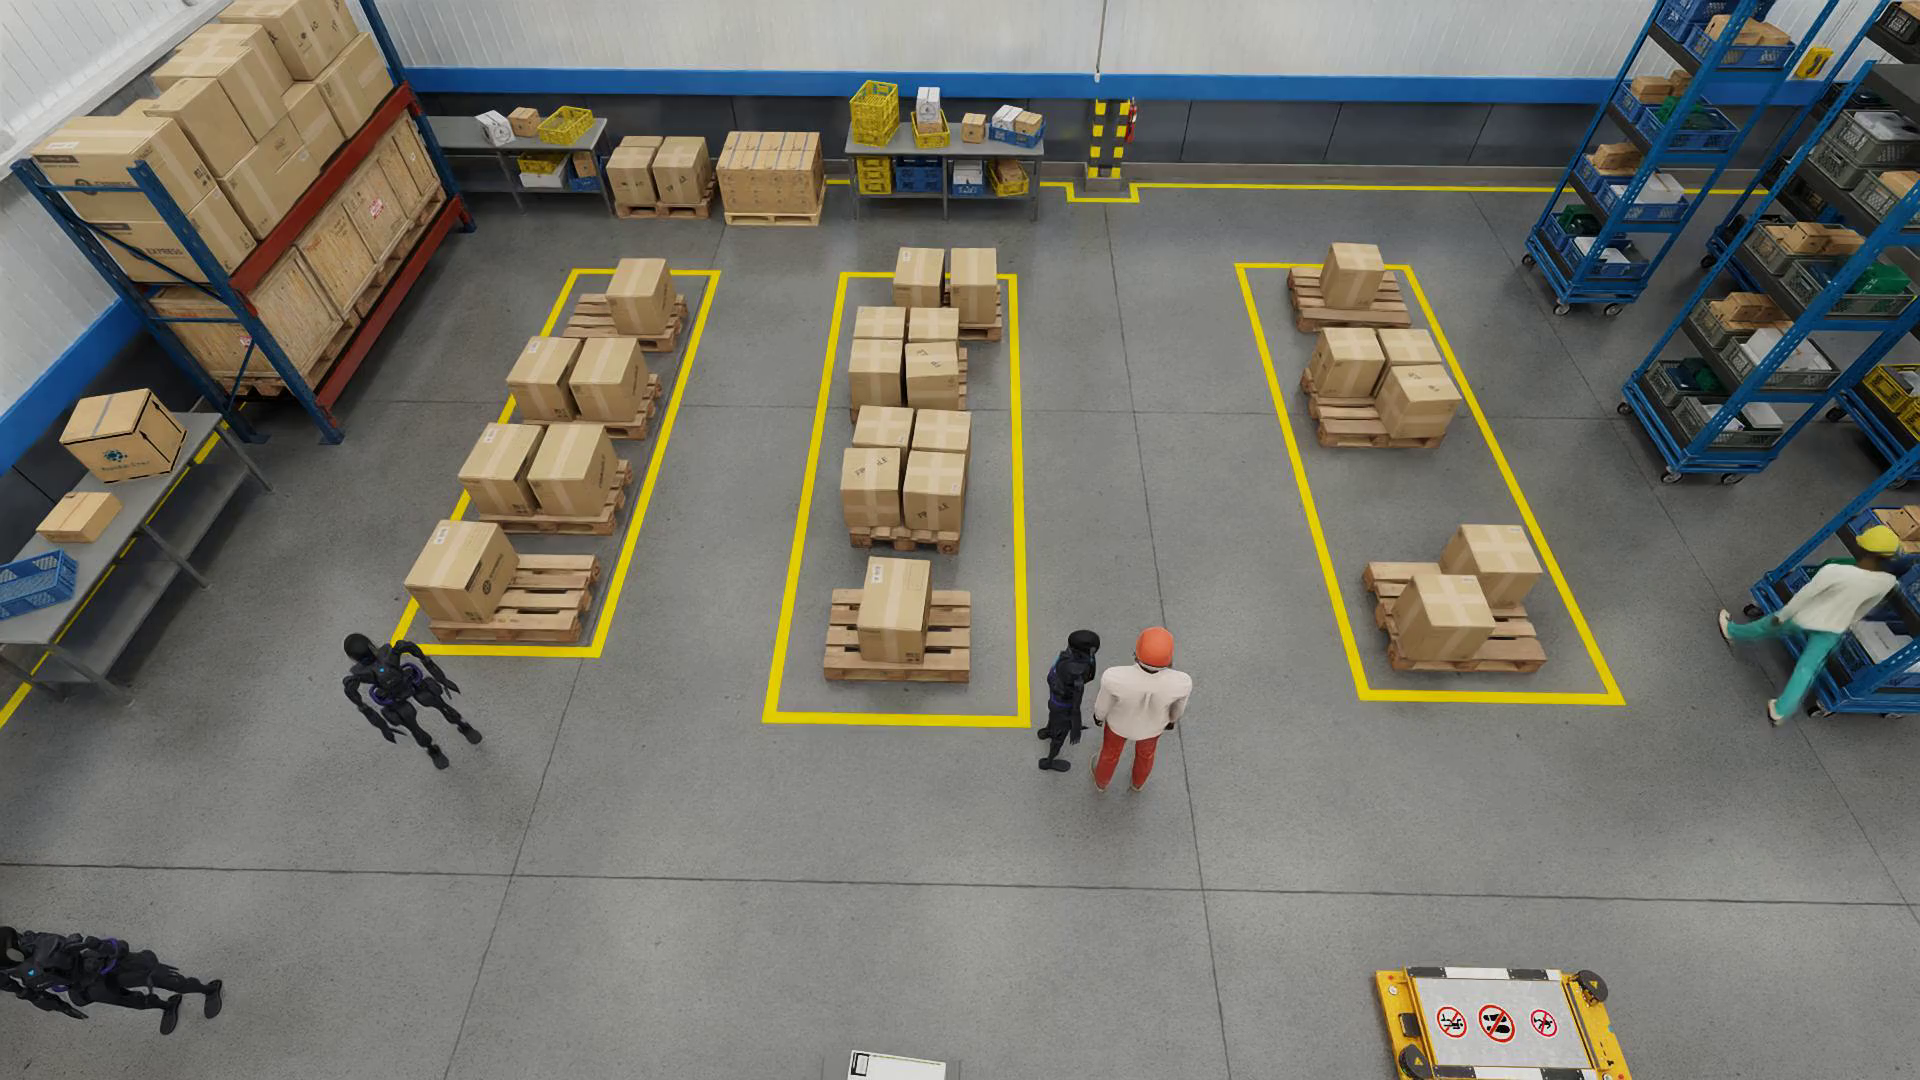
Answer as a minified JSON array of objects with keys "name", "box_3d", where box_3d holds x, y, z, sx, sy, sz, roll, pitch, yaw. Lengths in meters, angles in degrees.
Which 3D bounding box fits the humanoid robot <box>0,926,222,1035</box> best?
[{"name":"humanoid robot","box_3d":[-5.080,2.610,5.449,0.570,1.651,0.335,-22,54,-17]}]

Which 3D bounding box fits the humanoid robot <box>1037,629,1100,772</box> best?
[{"name":"humanoid robot","box_3d":[0.782,1.140,6.647,0.327,1.651,0.570,1,51,1]}]

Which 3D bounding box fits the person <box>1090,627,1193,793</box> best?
[{"name":"person","box_3d":[1.224,1.224,6.376,0.610,1.995,0.376,2,51,2]}]

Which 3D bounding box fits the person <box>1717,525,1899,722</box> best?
[{"name":"person","box_3d":[6.638,0.594,7.098,0.535,1.658,1.060,12,52,9]}]

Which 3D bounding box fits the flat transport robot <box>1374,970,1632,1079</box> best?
[{"name":"flat transport robot","box_3d":[3.501,3.133,5.914,1.431,0.197,0.652,1,51,1]}]

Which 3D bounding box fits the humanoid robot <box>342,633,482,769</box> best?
[{"name":"humanoid robot","box_3d":[-3.992,1.145,6.642,0.337,1.649,0.576,34,58,24]}]
